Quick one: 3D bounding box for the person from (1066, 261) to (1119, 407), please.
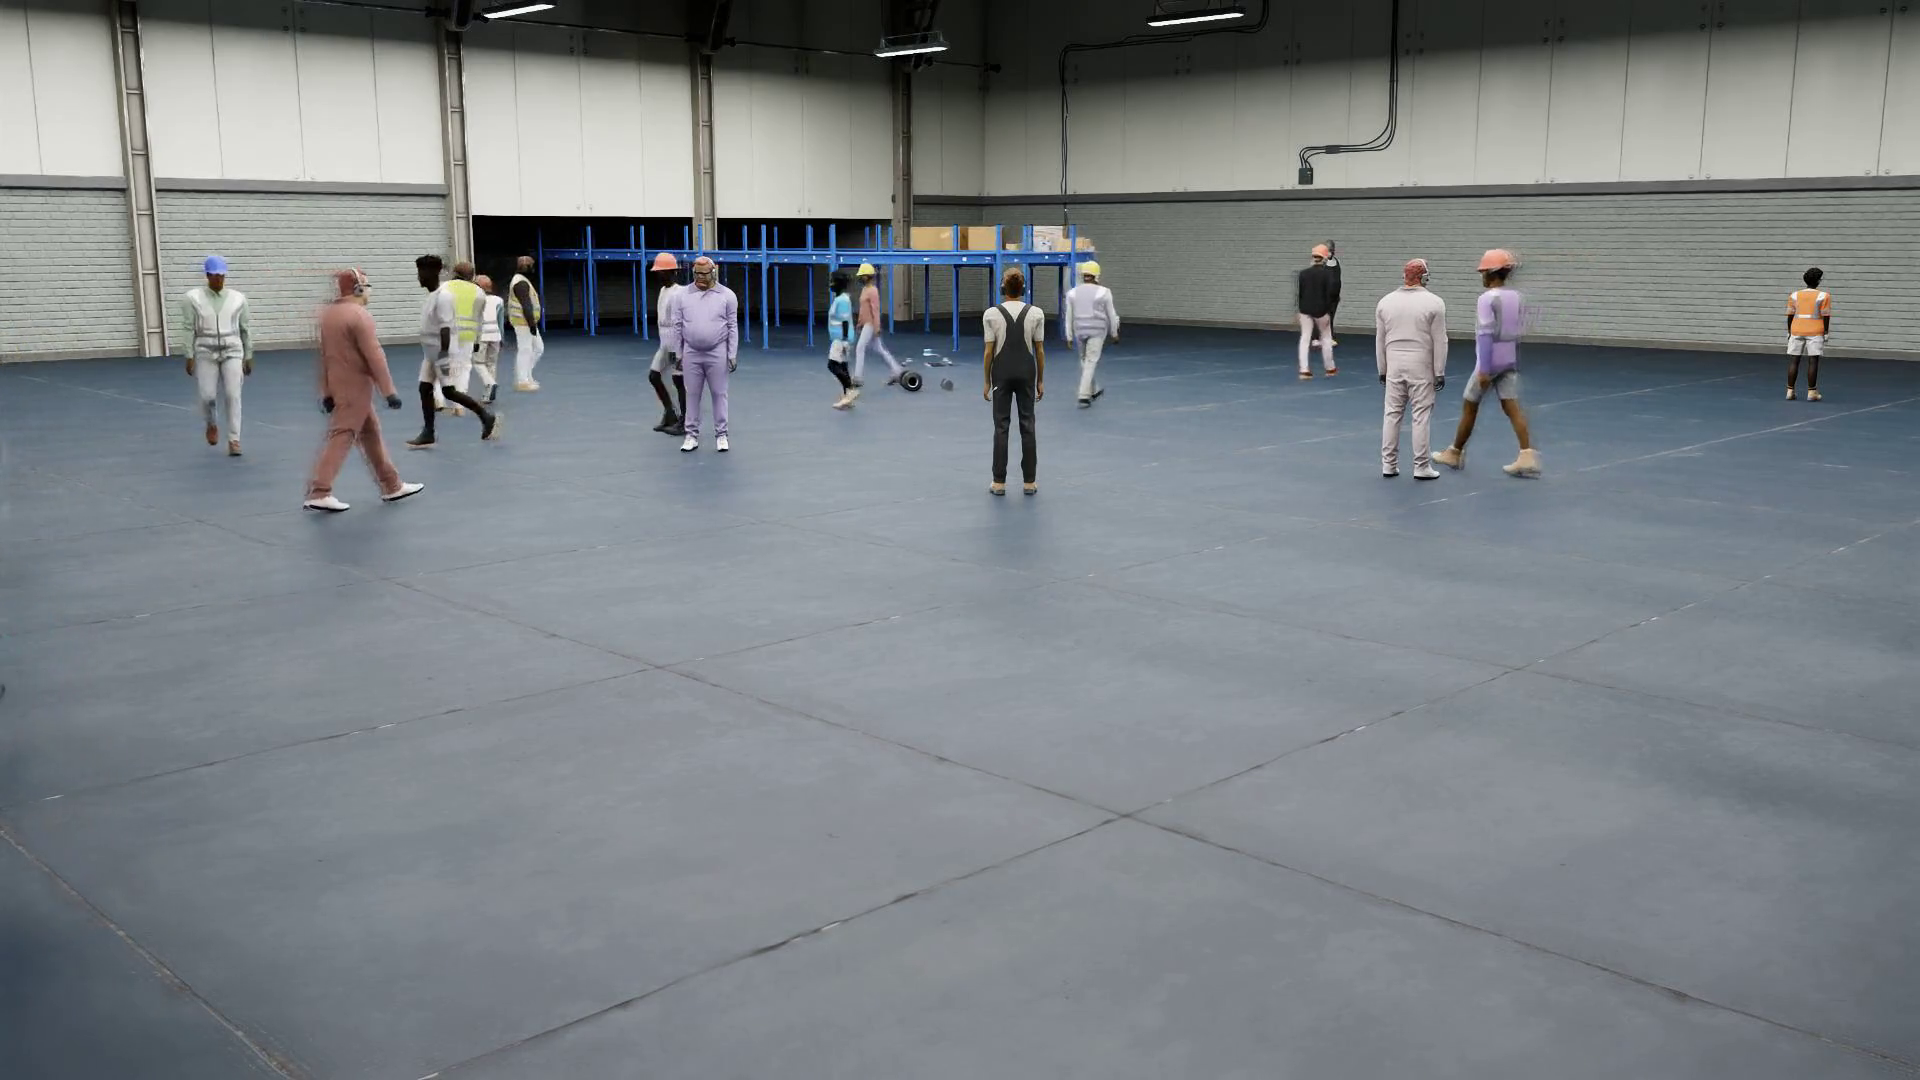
[{"bbox_3d":[1.664,-2.573,20.748,0.588,1.778,0.937,6,12,31],"label":"person"}]

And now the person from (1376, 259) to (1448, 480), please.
[{"bbox_3d":[3.948,-1.489,14.513,0.641,1.908,0.407,8,13,38],"label":"person"}]

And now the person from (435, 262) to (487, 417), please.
[{"bbox_3d":[-5.927,-2.369,19.629,0.721,1.802,0.435,-6,12,-28],"label":"person"}]

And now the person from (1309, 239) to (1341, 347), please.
[{"bbox_3d":[7.043,-4.718,31.870,0.688,2.000,0.536,-4,11,-23],"label":"person"}]

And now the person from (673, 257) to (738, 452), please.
[{"bbox_3d":[-2.504,-1.825,16.365,0.639,1.902,0.407,0,10,0],"label":"person"}]

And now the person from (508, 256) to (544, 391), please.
[{"bbox_3d":[-5.922,-2.956,22.727,0.464,1.827,0.637,-2,11,-11],"label":"person"}]

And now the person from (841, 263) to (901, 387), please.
[{"bbox_3d":[-1.220,-3.038,23.451,0.886,1.723,0.515,-2,11,-13],"label":"person"}]

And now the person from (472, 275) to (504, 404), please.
[{"bbox_3d":[-5.924,-2.508,20.845,0.520,1.625,0.557,-9,14,-39],"label":"person"}]

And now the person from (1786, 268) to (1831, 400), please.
[{"bbox_3d":[10.932,-2.655,21.445,0.316,1.695,0.542,-10,14,-42],"label":"person"}]

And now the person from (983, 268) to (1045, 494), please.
[{"bbox_3d":[0.439,-1.302,13.660,0.506,1.846,0.345,-1,10,-4],"label":"person"}]

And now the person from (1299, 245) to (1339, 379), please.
[{"bbox_3d":[5.328,-3.386,24.706,0.628,1.952,0.928,8,13,36],"label":"person"}]

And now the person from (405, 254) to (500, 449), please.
[{"bbox_3d":[-5.123,-1.893,16.641,0.860,1.934,0.616,-7,12,-33],"label":"person"}]

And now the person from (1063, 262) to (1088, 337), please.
[{"bbox_3d":[2.412,-5.230,34.840,0.660,1.928,0.422,-9,14,-41],"label":"person"}]

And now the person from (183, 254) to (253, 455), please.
[{"bbox_3d":[-7.183,-1.799,16.130,0.628,1.930,0.532,-5,12,-27],"label":"person"}]

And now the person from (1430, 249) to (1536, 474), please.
[{"bbox_3d":[4.762,-1.587,14.848,0.632,1.987,1.070,-8,13,-38],"label":"person"}]

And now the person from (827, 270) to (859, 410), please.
[{"bbox_3d":[-1.459,-2.427,20.219,0.375,1.687,0.545,-2,11,-10],"label":"person"}]

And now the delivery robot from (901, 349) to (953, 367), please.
[{"bbox_3d":[-0.454,-2.514,22.942,0.698,0.223,0.335,-2,11,-9],"label":"delivery robot"}]

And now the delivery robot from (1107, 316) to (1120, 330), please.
[{"bbox_3d":[3.139,-4.697,35.558,0.477,0.478,0.707,-3,11,-17],"label":"delivery robot"}]

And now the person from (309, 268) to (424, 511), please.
[{"bbox_3d":[-4.682,-1.171,12.928,0.986,1.855,0.648,-8,13,-39],"label":"person"}]

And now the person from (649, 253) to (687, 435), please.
[{"bbox_3d":[-3.110,-2.069,17.626,0.530,1.920,0.578,-6,12,-30],"label":"person"}]
